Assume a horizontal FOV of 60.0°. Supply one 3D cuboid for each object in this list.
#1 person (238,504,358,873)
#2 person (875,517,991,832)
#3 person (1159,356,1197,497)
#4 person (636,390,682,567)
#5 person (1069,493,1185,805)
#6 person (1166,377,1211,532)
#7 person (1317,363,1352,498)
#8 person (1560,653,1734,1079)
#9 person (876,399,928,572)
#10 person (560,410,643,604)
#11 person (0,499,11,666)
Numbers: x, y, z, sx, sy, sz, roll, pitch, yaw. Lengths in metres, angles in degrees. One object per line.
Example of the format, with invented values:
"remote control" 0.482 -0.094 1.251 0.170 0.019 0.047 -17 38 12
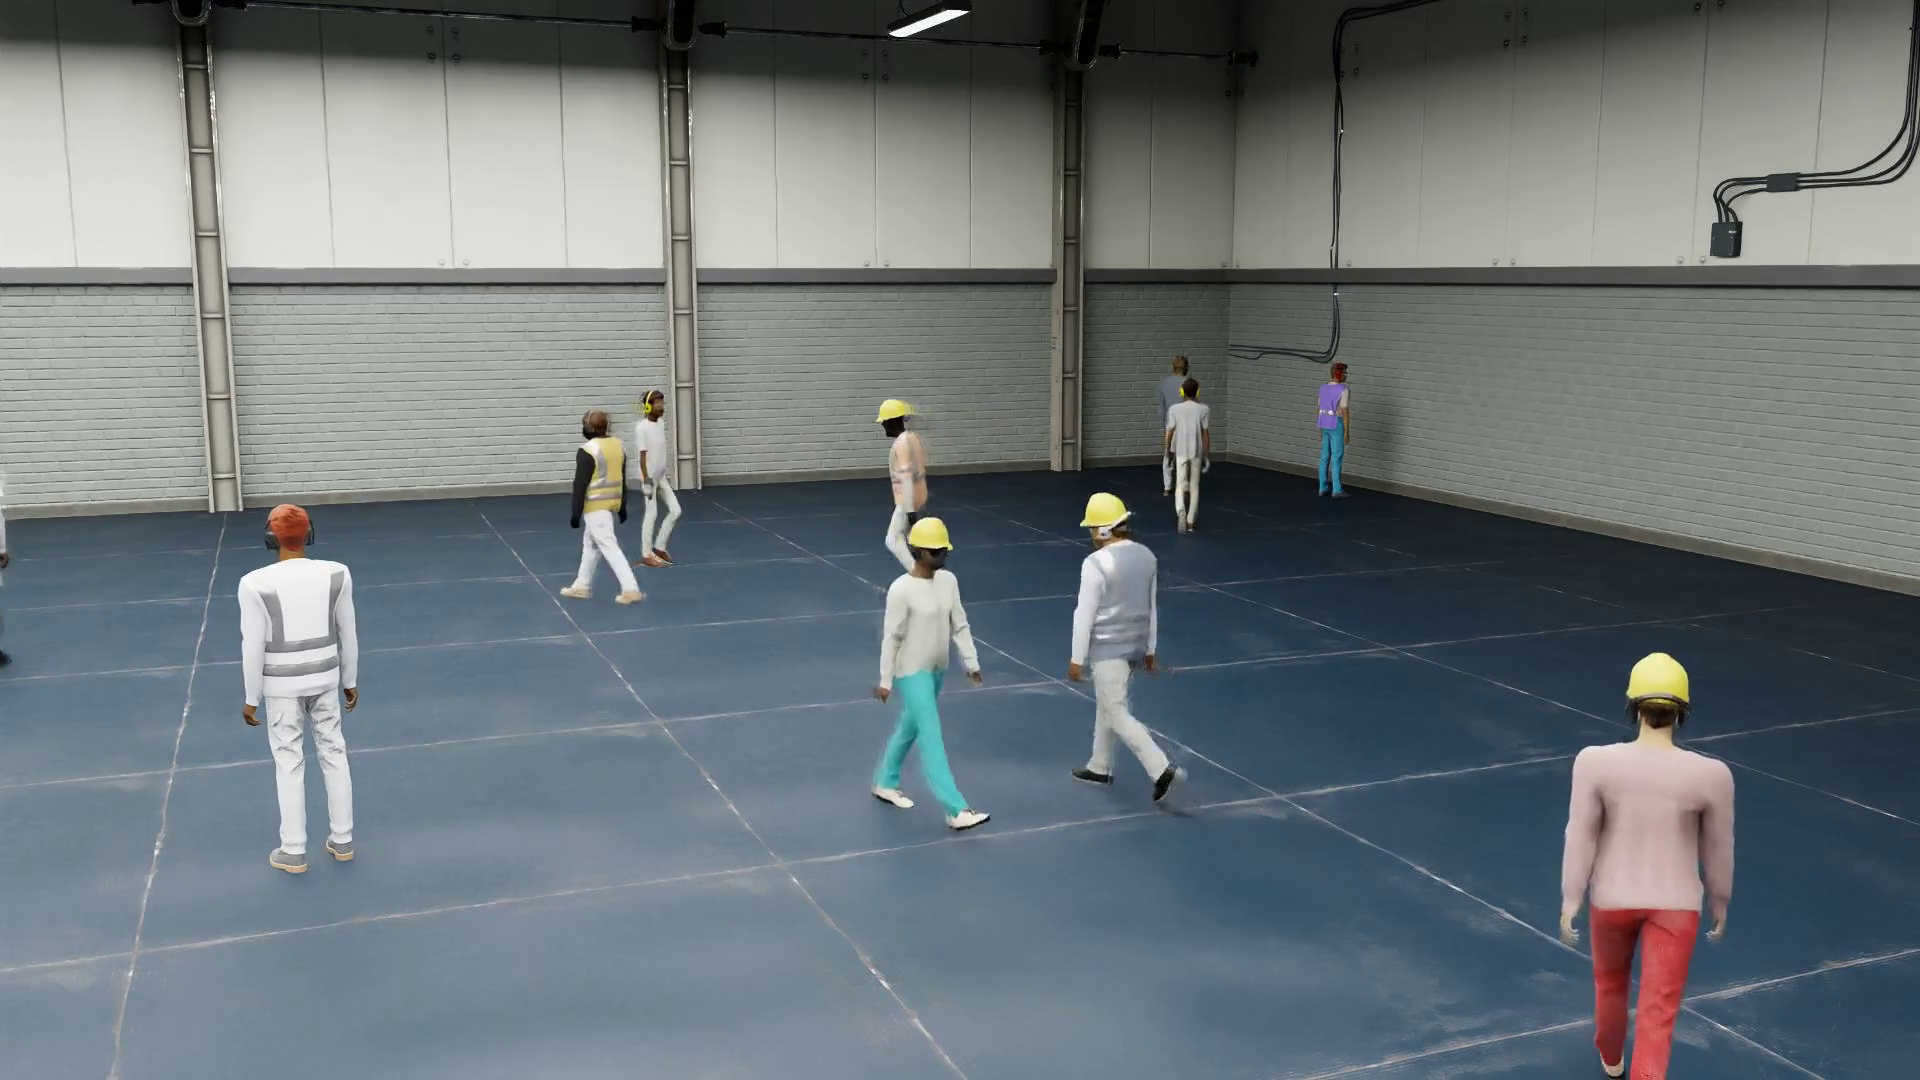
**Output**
"person" -3.362 0.750 8.494 0.584 1.882 0.339 -8 12 -42
"person" -0.158 0.723 9.211 0.950 1.709 0.531 7 11 36
"person" 3.003 -1.550 22.769 0.631 1.940 0.372 9 13 44
"person" -3.127 -0.630 17.254 0.493 1.852 0.565 3 10 20
"person" 0.954 0.625 9.589 0.836 1.797 0.608 8 12 42
"person" 2.693 -0.991 19.571 0.525 1.849 0.725 1 9 8
"person" 5.091 -1.493 22.711 0.395 1.841 0.564 -5 10 -28
"person" 2.422 1.243 5.873 0.547 1.716 0.909 4 10 23
"person" -0.535 -0.369 15.505 0.480 1.896 0.595 1 9 7
"person" -3.328 -0.308 15.422 0.944 1.801 0.639 3 10 20
"person" -7.620 0.070 12.718 0.627 1.906 0.390 -8 12 -41
